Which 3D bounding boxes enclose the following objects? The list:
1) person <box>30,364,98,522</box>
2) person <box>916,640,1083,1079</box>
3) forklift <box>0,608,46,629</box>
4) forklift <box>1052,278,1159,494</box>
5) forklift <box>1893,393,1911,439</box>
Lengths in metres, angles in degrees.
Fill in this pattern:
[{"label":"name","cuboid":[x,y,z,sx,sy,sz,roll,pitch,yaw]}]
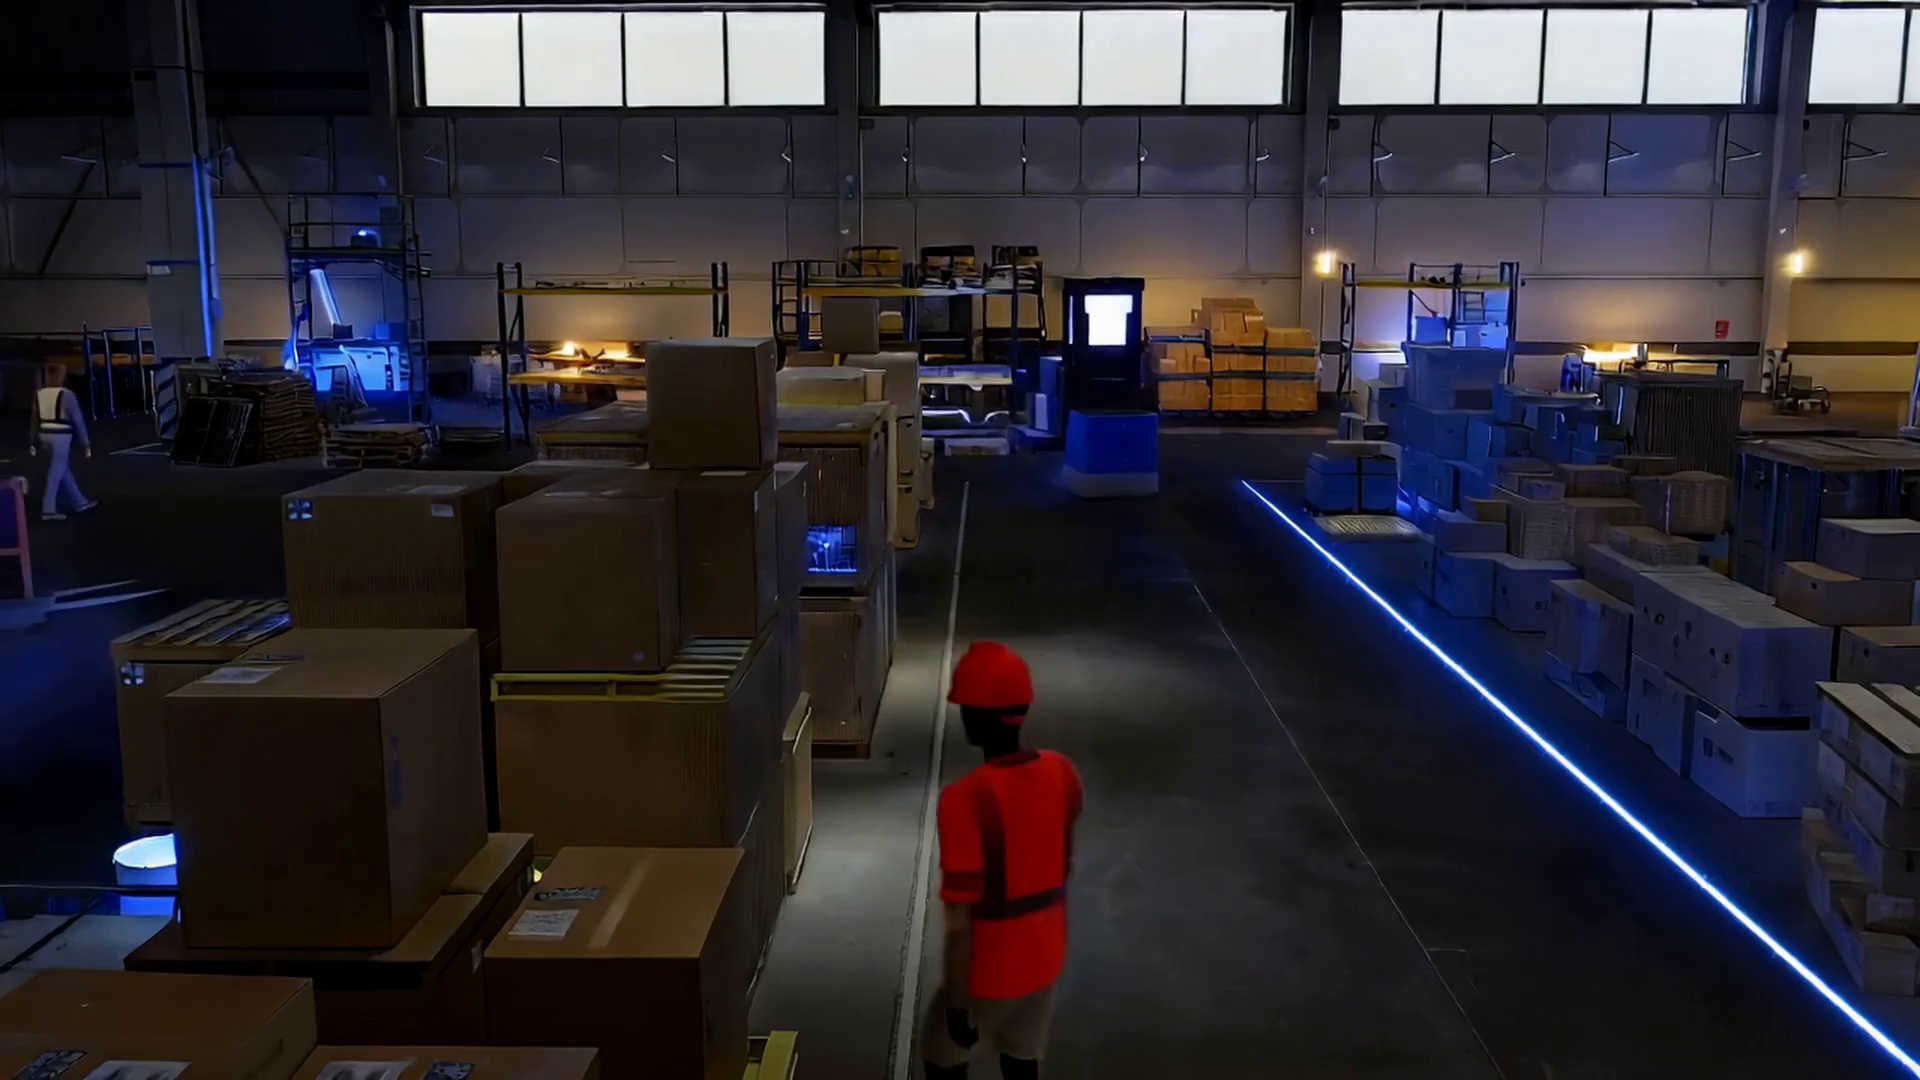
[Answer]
[{"label":"person","cuboid":[-10.616,-1.161,19.707,0.678,1.824,0.994,3,10,19]},{"label":"person","cuboid":[0.118,1.251,5.025,0.549,1.925,0.397,-7,12,-38]},{"label":"forklift","cuboid":[-8.660,-0.615,13.317,1.129,2.768,1.873,8,12,40]},{"label":"forklift","cuboid":[1.955,-2.096,22.189,1.129,2.768,1.873,-1,10,-7]},{"label":"forklift","cuboid":[14.732,-2.410,24.068,1.873,2.768,1.129,3,10,16]}]
